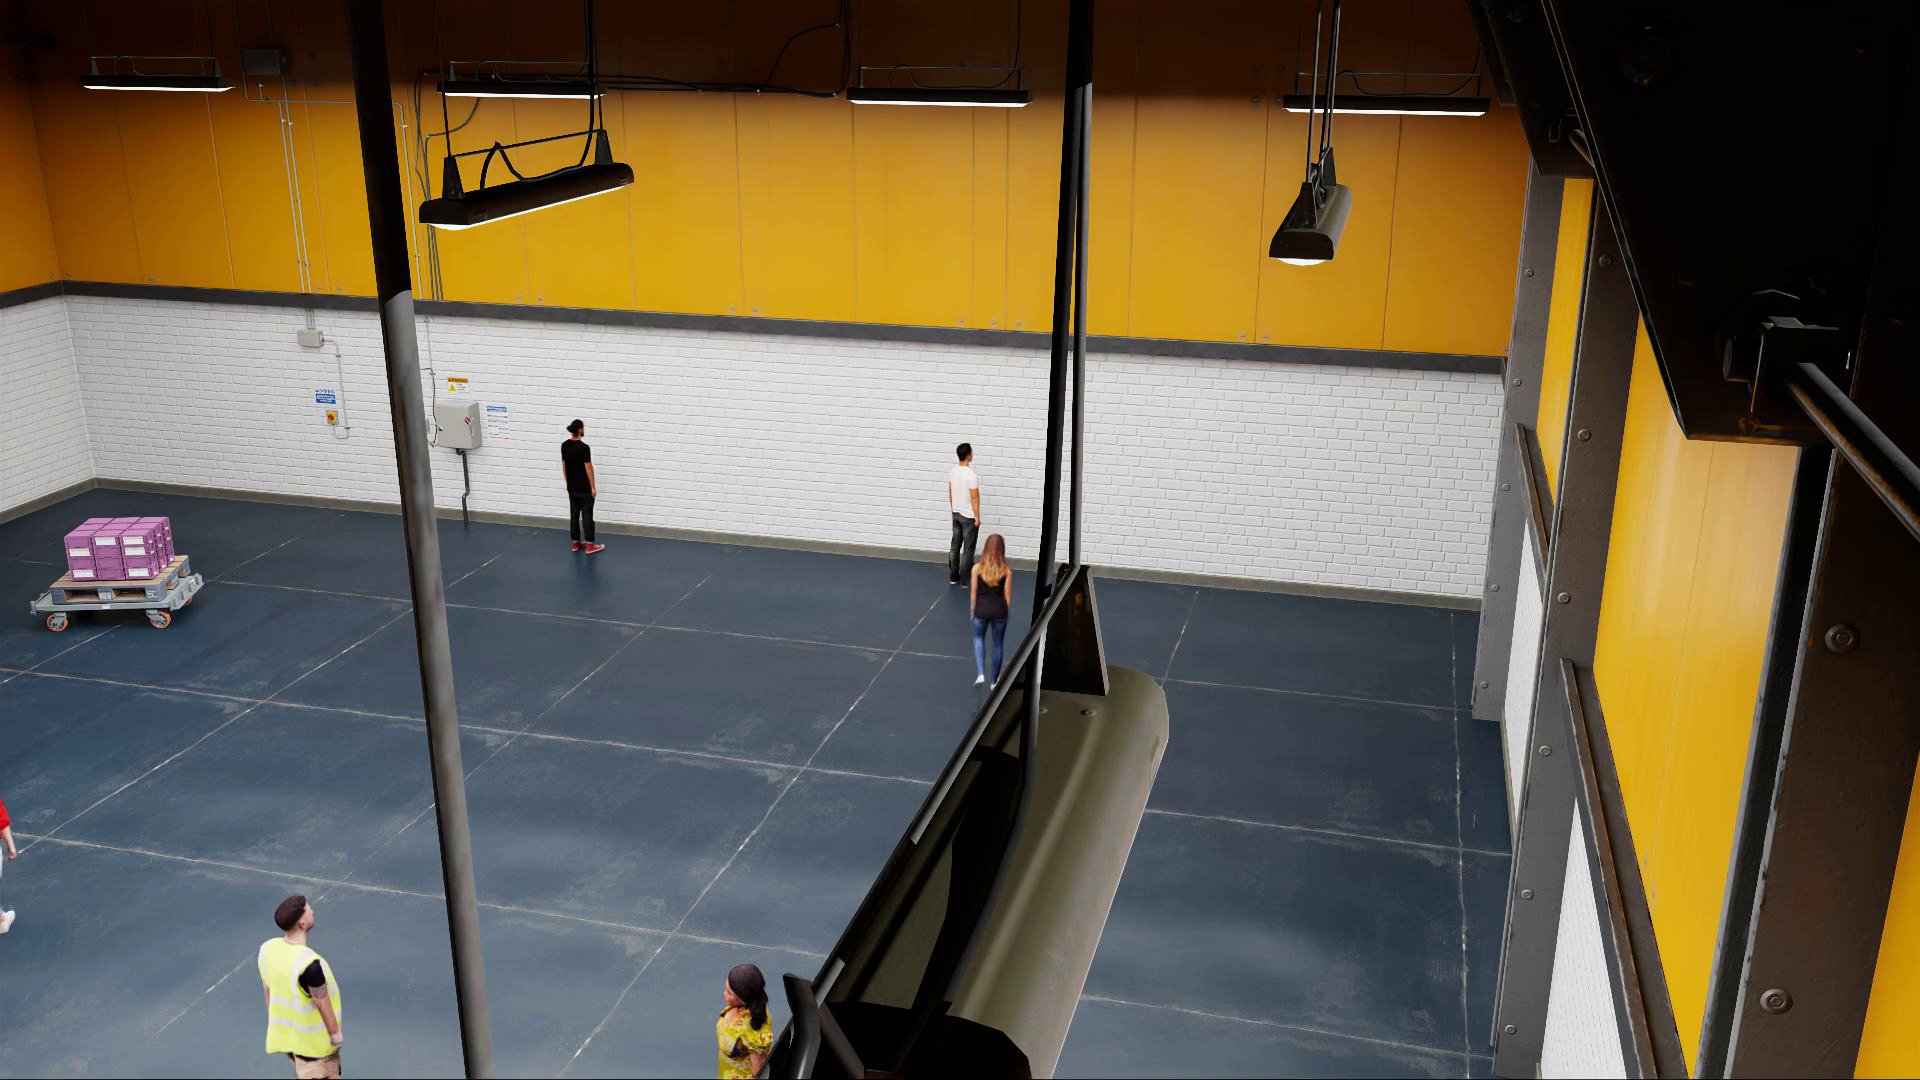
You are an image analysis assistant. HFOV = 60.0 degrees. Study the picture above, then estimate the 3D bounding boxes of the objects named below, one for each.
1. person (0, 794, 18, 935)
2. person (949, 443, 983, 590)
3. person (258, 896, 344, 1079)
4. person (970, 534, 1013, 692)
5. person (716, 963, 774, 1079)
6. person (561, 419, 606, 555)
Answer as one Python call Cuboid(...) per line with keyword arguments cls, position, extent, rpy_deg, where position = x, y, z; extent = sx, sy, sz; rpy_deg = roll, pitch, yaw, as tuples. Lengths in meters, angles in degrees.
Cuboid(cls="person", position=(-7.394, 2.389, 12.515), extent=(0.970, 1.673, 1.195), rpy_deg=(-5, 19, -13))
Cuboid(cls="person", position=(0.048, -0.311, 20.325), extent=(0.721, 1.805, 0.715), rpy_deg=(-16, 25, -40))
Cuboid(cls="person", position=(-4.062, 3.072, 10.247), extent=(0.930, 1.824, 1.158), rpy_deg=(13, 22, 33))
Cuboid(cls="person", position=(0.310, 0.790, 17.210), extent=(0.629, 1.706, 0.667), rpy_deg=(1, 19, 4))
Cuboid(cls="person", position=(-1.191, 3.251, 10.011), extent=(1.116, 1.636, 1.146), rpy_deg=(-6, 20, -18))
Cuboid(cls="person", position=(-4.925, -0.700, 21.557), extent=(0.674, 1.756, 0.628), rpy_deg=(10, 21, 27))
